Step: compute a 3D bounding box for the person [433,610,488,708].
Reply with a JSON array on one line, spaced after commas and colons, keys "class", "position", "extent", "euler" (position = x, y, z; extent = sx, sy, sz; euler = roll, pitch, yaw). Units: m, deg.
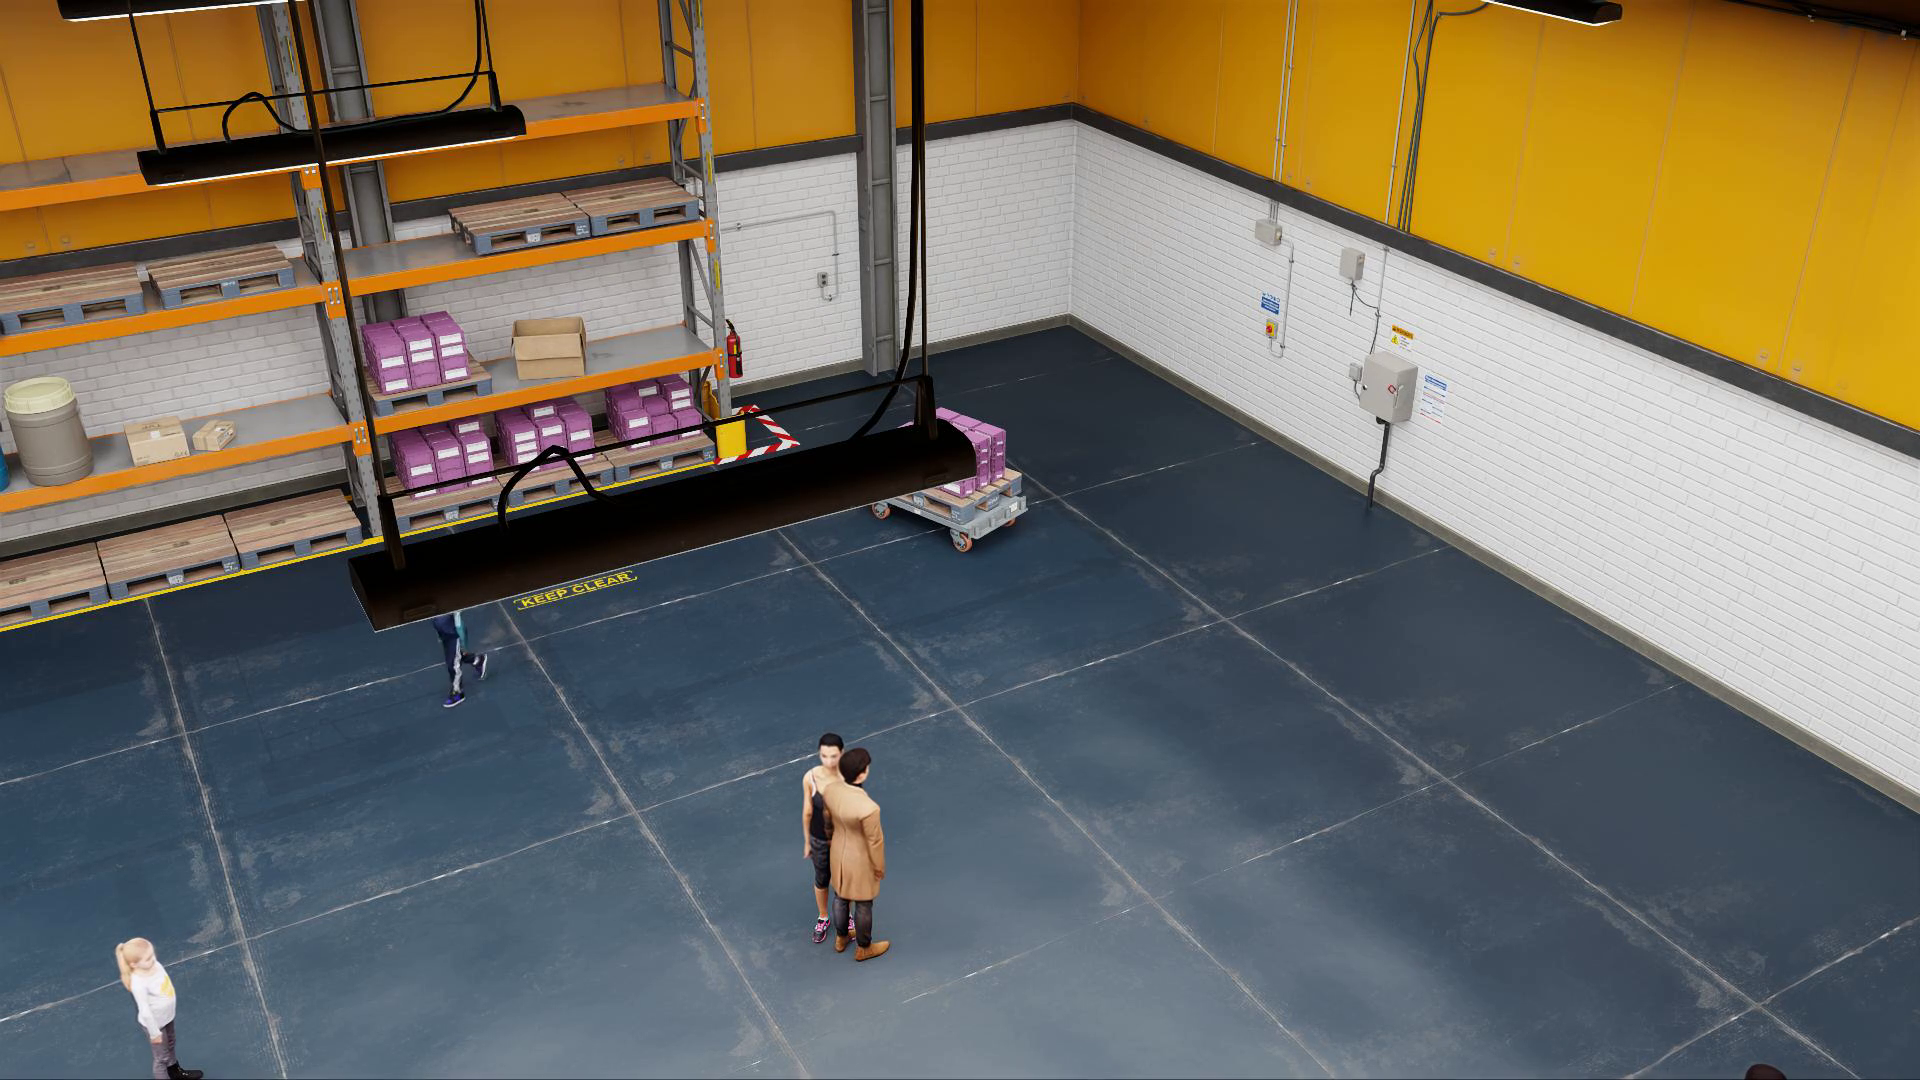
[{"class": "person", "position": [-4.431, 0.828, 14.677], "extent": [0.705, 1.242, 0.877], "euler": [18, 34, 30]}]

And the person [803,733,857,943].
[{"class": "person", "position": [-0.900, 2.104, 11.829], "extent": [0.617, 1.730, 0.720], "euler": [-1, 29, -2]}]

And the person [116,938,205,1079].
[{"class": "person", "position": [-5.115, 3.038, 10.588], "extent": [0.580, 1.278, 0.560], "euler": [-4, 29, -7]}]

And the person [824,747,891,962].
[{"class": "person", "position": [-0.749, 2.197, 11.662], "extent": [0.740, 1.726, 0.744], "euler": [20, 35, 33]}]
